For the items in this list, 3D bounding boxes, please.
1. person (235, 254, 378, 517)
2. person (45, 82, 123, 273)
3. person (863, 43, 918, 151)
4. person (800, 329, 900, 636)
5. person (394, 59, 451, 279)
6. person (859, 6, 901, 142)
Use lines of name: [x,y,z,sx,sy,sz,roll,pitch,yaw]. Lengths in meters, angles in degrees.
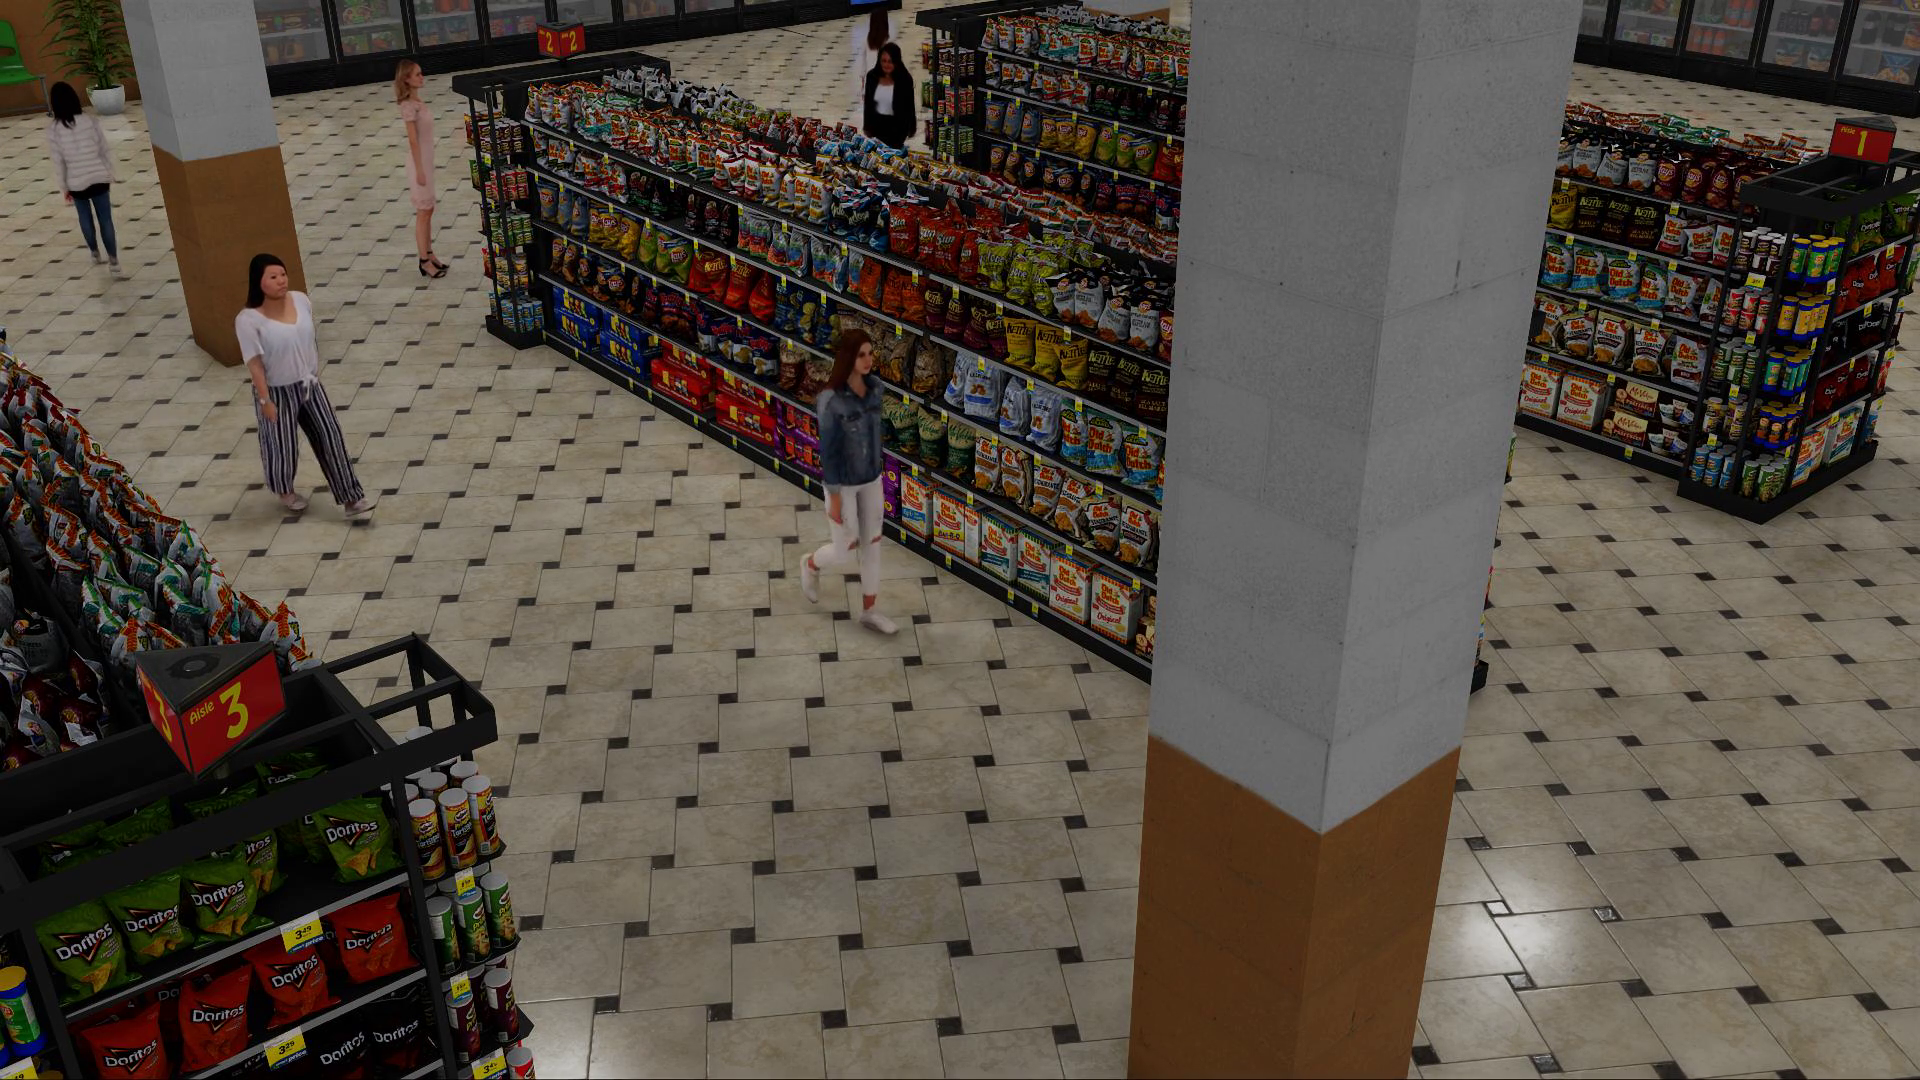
person: [-4.060,-0.907,9.918,1.162,1.639,0.892,16,31,29]
person: [-7.417,-3.046,14.175,0.750,1.602,1.120,-15,30,-26]
person: [-0.659,-4.011,16.115,1.120,1.570,1.120,7,28,13]
person: [-0.615,-0.308,8.684,0.638,1.687,0.896,-23,35,-38]
person: [-4.594,-3.161,14.151,0.710,1.829,0.618,-3,27,-5]
person: [-0.826,-4.654,17.257,0.707,1.683,0.789,6,28,12]
